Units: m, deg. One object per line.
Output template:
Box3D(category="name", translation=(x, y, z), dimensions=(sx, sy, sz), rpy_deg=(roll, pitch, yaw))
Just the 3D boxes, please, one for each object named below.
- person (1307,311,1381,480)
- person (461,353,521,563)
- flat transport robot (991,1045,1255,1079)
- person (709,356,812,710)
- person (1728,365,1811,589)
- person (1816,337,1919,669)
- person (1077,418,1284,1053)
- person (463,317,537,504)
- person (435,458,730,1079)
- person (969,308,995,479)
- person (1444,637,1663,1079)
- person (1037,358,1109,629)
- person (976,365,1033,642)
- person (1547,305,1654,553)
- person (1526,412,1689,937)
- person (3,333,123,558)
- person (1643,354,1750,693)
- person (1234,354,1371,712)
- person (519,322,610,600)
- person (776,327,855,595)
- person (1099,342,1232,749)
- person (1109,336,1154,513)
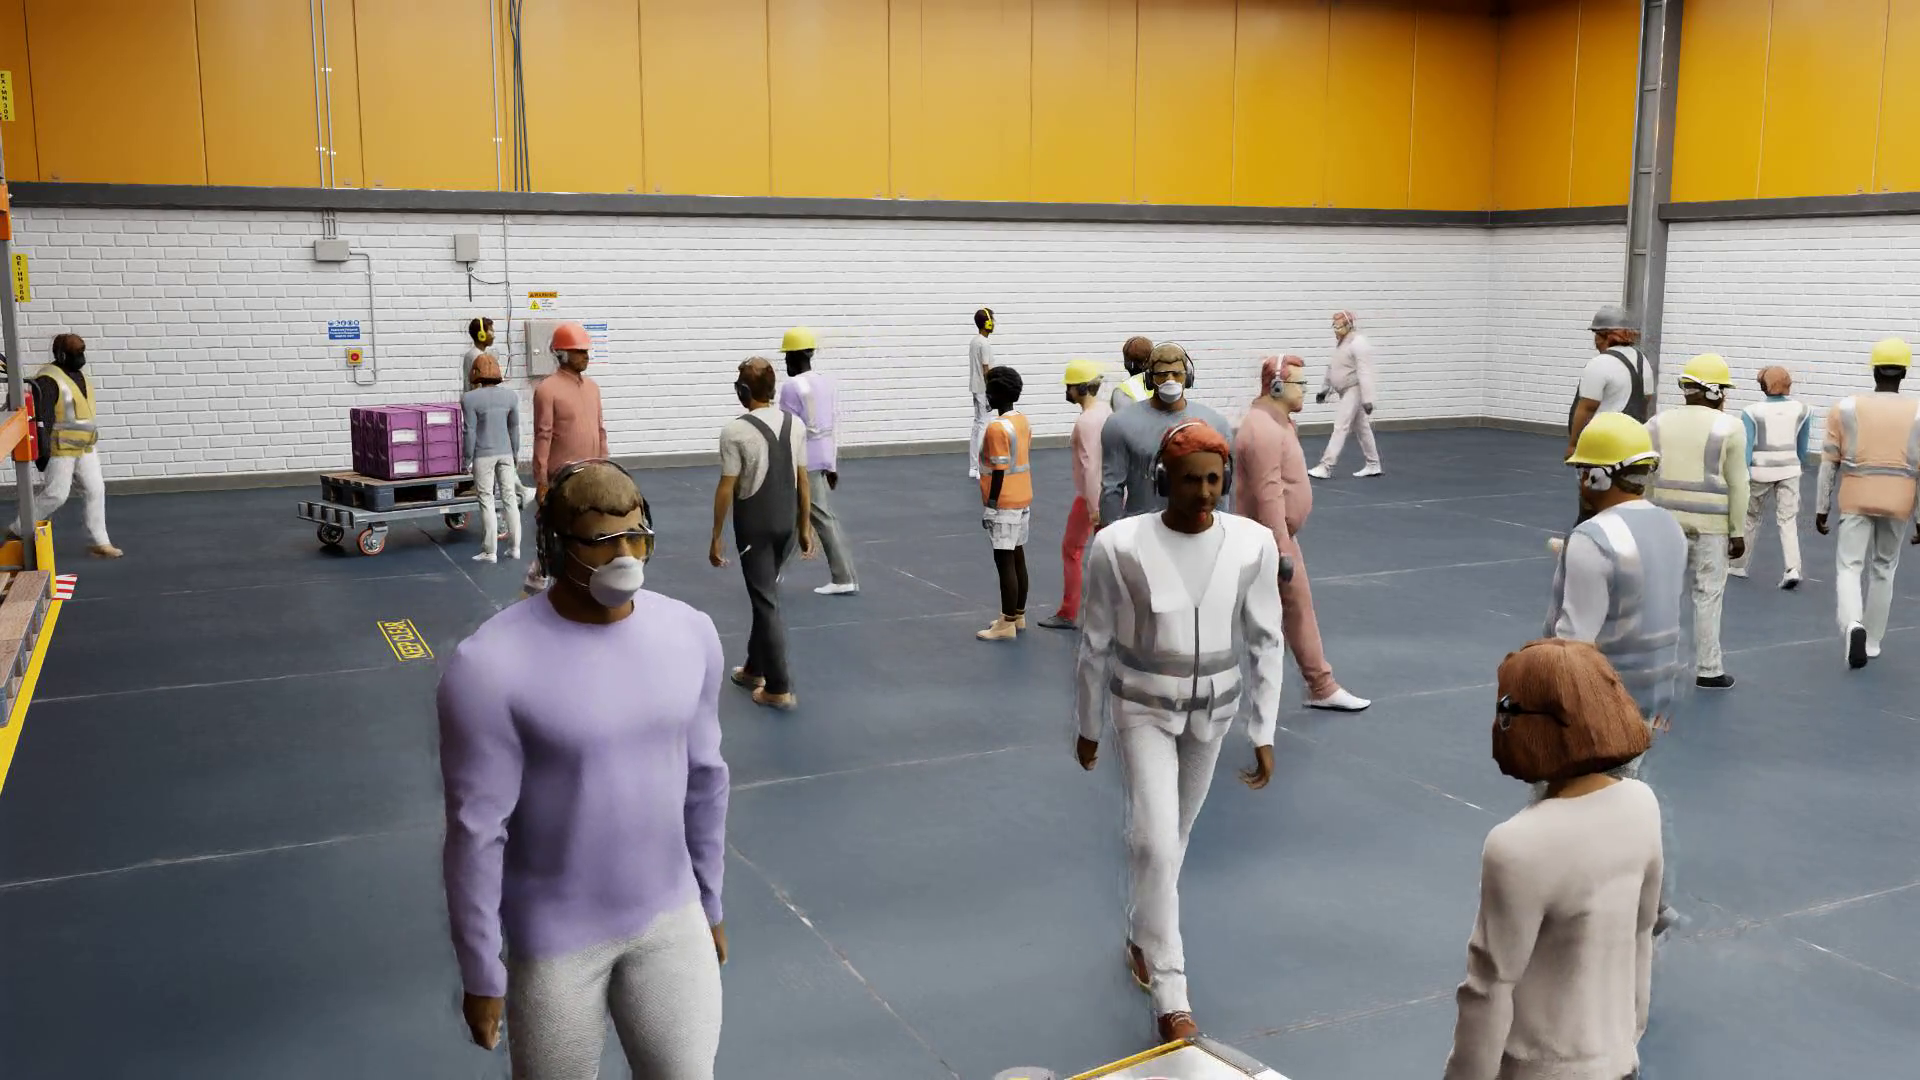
Box3D(category="person", translation=(4.228, -1.580, 18.220), dimensions=(0.957, 1.839, 0.795), rpy_deg=(0, 9, -3))
Box3D(category="person", translation=(-3.663, -0.638, 12.999), dimensions=(0.268, 1.632, 0.506), rpy_deg=(8, 12, 41))
Box3D(category="flat transport robot", translation=(0.711, 1.518, 3.839), dimensions=(0.652, 0.197, 1.431), rpy_deg=(-6, 11, -34))
Box3D(category="person", translation=(-1.112, -0.047, 8.740), dimensions=(0.759, 1.822, 0.541), rpy_deg=(9, 13, 44))
Box3D(category="person", translation=(5.876, -0.463, 12.016), dimensions=(0.519, 1.599, 0.810), rpy_deg=(1, 9, 5))
Box3D(category="person", translation=(5.240, -0.207, 9.523), dimensions=(0.595, 1.903, 0.807), rpy_deg=(4, 10, 25))
Box3D(category="person", translation=(0.670, 0.563, 4.925), dimensions=(0.566, 1.833, 0.991), rpy_deg=(-2, 9, -14))
Box3D(category="person", translation=(-4.495, -1.207, 15.951), dimensions=(0.941, 1.818, 0.555), rpy_deg=(-5, 10, -29))
Box3D(category="person", translation=(-0.764, 0.771, 3.418), dimensions=(0.642, 1.911, 0.913), rpy_deg=(-8, 12, -41))
Box3D(category="person", translation=(0.269, -1.598, 18.240), dimensions=(0.327, 1.868, 0.516), rpy_deg=(-3, 10, -17))
Box3D(category="person", translation=(1.089, 0.974, 3.077), dimensions=(0.515, 1.611, 0.692), rpy_deg=(-8, 12, -39))
Box3D(category="person", translation=(0.922, -0.278, 10.445), dimensions=(0.774, 1.734, 0.542), rpy_deg=(3, 10, 21))
Box3D(category="person", translation=(0.276, -0.225, 10.240), dimensions=(0.318, 1.698, 0.534), rpy_deg=(3, 10, 18))
Box3D(category="person", translation=(4.818, -0.796, 12.725), dimensions=(0.703, 2.000, 0.901), rpy_deg=(-7, 12, -38))
Box3D(category="person", translation=(2.126, 0.496, 5.397), dimensions=(0.608, 1.816, 0.465), rpy_deg=(-8, 12, -39))
Box3D(category="person", translation=(-7.123, -0.733, 13.094), dimensions=(0.833, 1.802, 0.668), rpy_deg=(1, 9, 4))
Box3D(category="person", translation=(3.987, -0.092, 9.024), dimensions=(0.404, 1.826, 0.587), rpy_deg=(-7, 12, -38))
Box3D(category="person", translation=(1.568, -0.021, 8.513), dimensions=(1.013, 1.859, 0.664), rpy_deg=(3, 10, 18))
Box3D(category="person", translation=(-2.560, -0.460, 10.940), dimensions=(1.003, 1.951, 0.626), rpy_deg=(3, 10, 20))
Box3D(category="person", translation=(-1.140, -0.552, 11.735), dimensions=(0.968, 1.877, 0.592), rpy_deg=(3, 10, 19))
Box3D(category="person", translation=(0.973, 0.032, 7.900), dimensions=(0.630, 1.940, 0.372), rpy_deg=(-1, 9, -5))
Box3D(category="person", translation=(1.204, -0.440, 11.143), dimensions=(0.430, 1.841, 0.624), rpy_deg=(9, 13, 43))
